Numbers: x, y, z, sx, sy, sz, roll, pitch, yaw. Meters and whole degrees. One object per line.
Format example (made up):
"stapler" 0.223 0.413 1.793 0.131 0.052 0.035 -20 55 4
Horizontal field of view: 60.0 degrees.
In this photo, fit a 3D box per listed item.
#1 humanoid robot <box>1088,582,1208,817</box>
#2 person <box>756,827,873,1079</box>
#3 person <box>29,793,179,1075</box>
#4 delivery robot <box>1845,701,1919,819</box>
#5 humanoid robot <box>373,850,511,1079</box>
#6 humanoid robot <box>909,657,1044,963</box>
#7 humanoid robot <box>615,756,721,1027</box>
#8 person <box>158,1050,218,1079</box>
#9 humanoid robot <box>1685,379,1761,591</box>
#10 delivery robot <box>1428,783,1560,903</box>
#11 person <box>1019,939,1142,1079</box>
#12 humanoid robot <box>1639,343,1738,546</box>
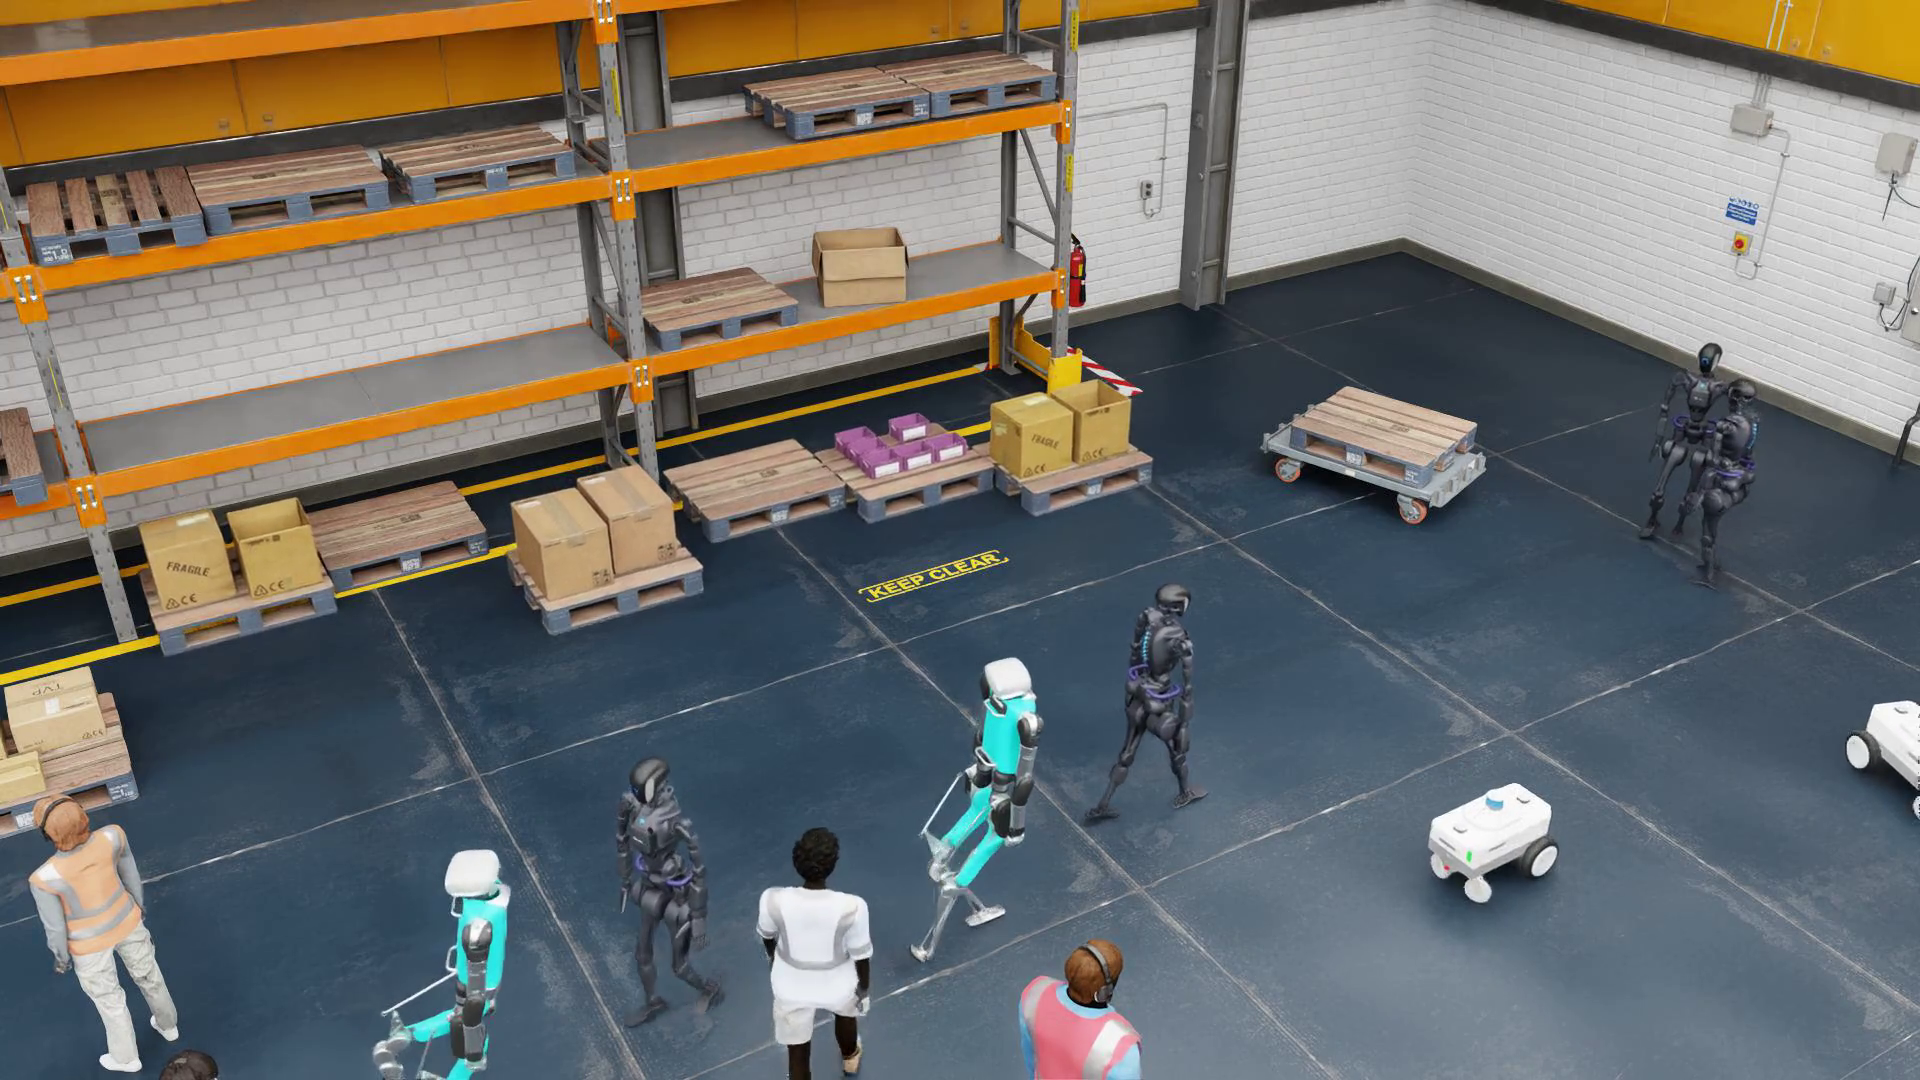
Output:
"humanoid robot" 1.147 0.962 9.909 0.788 1.645 0.614 -16 33 -26
"person" -0.678 2.044 7.935 0.551 1.664 0.777 0 29 0
"person" -4.207 1.929 8.163 0.309 1.641 0.513 16 33 26
"delivery robot" 5.969 1.330 10.315 0.499 0.580 0.756 -5 30 -9
"humanoid robot" -2.466 2.214 7.656 0.988 1.780 0.546 -4 30 -6
"humanoid robot" -0.016 1.508 8.886 0.856 1.851 0.557 -14 32 -23
"humanoid robot" -1.495 1.806 8.369 0.590 1.665 0.513 18 34 28
"person" -2.812 2.748 6.475 0.536 1.876 0.413 -13 32 -21
"humanoid robot" 5.631 -0.414 12.283 0.613 1.648 0.347 -19 35 -30
"delivery robot" 3.091 1.711 9.660 0.770 0.599 0.505 -17 33 -27
"person" 0.543 2.427 7.081 0.430 1.845 0.619 -26 38 -37
"humanoid robot" 5.646 -0.720 12.816 0.591 1.656 0.368 18 34 29
